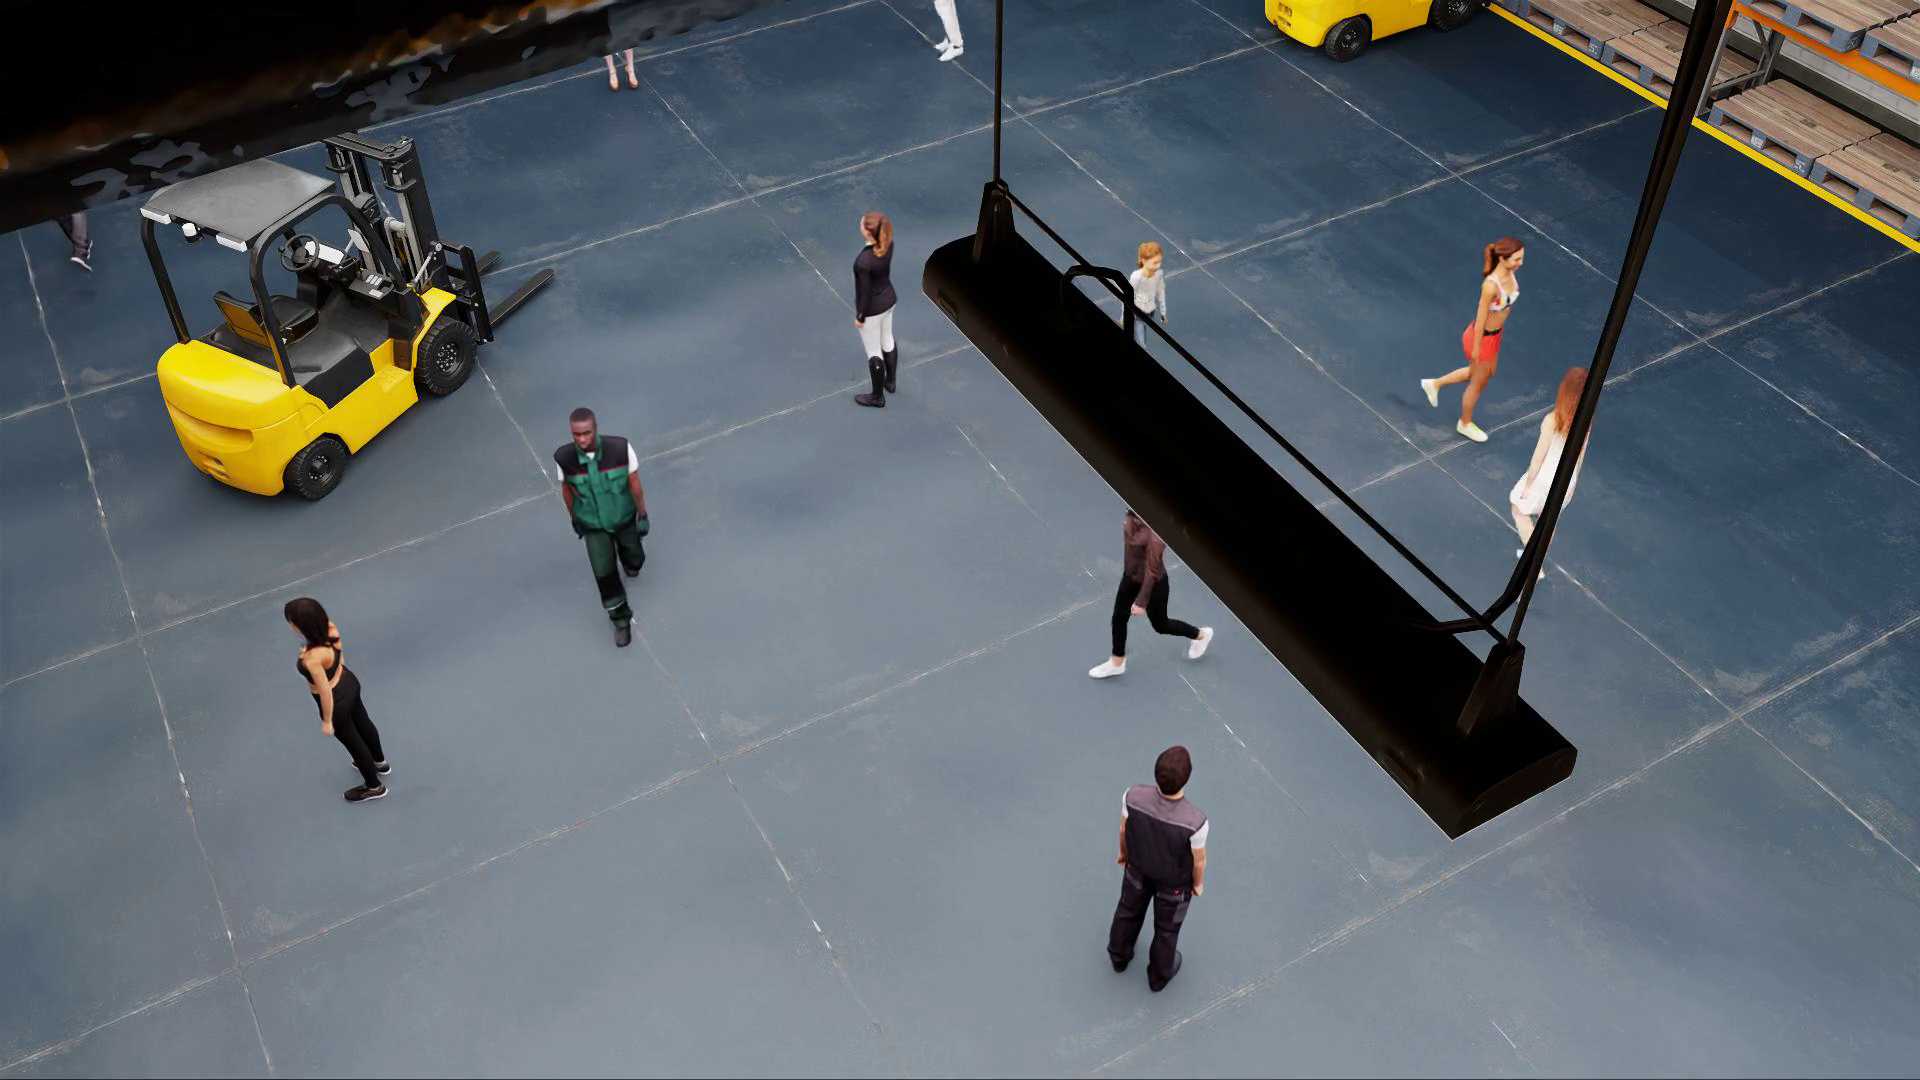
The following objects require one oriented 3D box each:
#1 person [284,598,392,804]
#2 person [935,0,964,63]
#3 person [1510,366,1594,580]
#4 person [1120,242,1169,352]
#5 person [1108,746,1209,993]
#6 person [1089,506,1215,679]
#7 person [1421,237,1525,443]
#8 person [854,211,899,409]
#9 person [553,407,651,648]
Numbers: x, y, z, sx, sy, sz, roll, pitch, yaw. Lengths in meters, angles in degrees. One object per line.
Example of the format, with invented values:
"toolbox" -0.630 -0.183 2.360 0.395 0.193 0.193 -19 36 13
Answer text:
"person" -3.712 0.941 9.955 0.680 1.644 0.570 -1 44 -1
"person" -0.149 -5.820 16.932 0.892 1.810 0.694 6 44 7
"person" 4.050 -0.363 11.293 0.691 1.686 0.827 -11 45 -12
"person" 1.380 -1.814 13.093 0.518 1.304 0.582 -28 50 -26
"person" 1.071 1.767 8.944 0.698 1.844 0.807 22 48 22
"person" 1.270 0.258 10.656 0.814 1.666 1.066 -13 45 -13
"person" 3.853 -1.545 12.467 0.953 1.779 0.785 27 50 26
"person" -0.646 -1.773 12.743 0.698 1.729 0.664 21 47 20
"person" -2.324 -0.190 11.014 0.877 1.821 1.155 -9 44 -9
